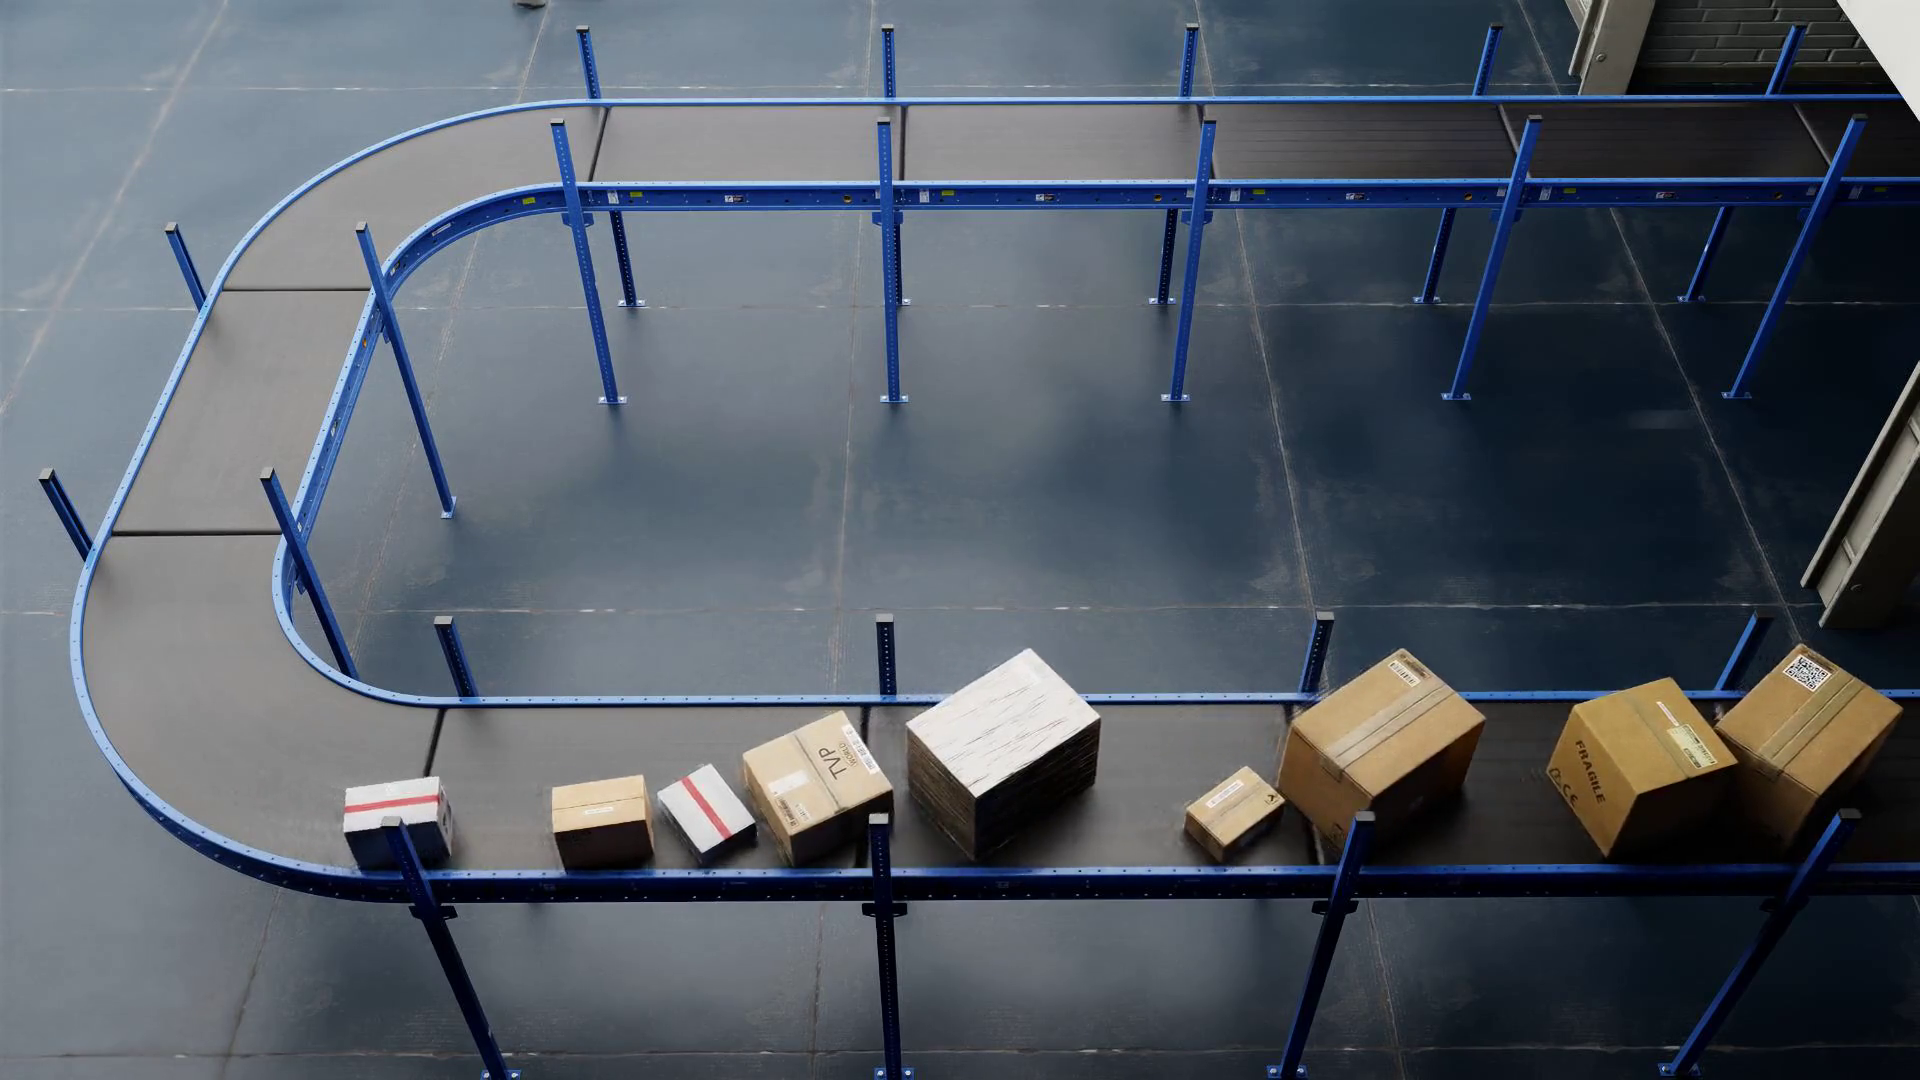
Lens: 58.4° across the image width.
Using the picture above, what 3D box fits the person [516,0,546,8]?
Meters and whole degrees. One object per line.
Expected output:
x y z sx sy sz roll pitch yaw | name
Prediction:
-3.667 -5.606 15.341 0.949 1.709 0.530 -9 48 -8 | person
